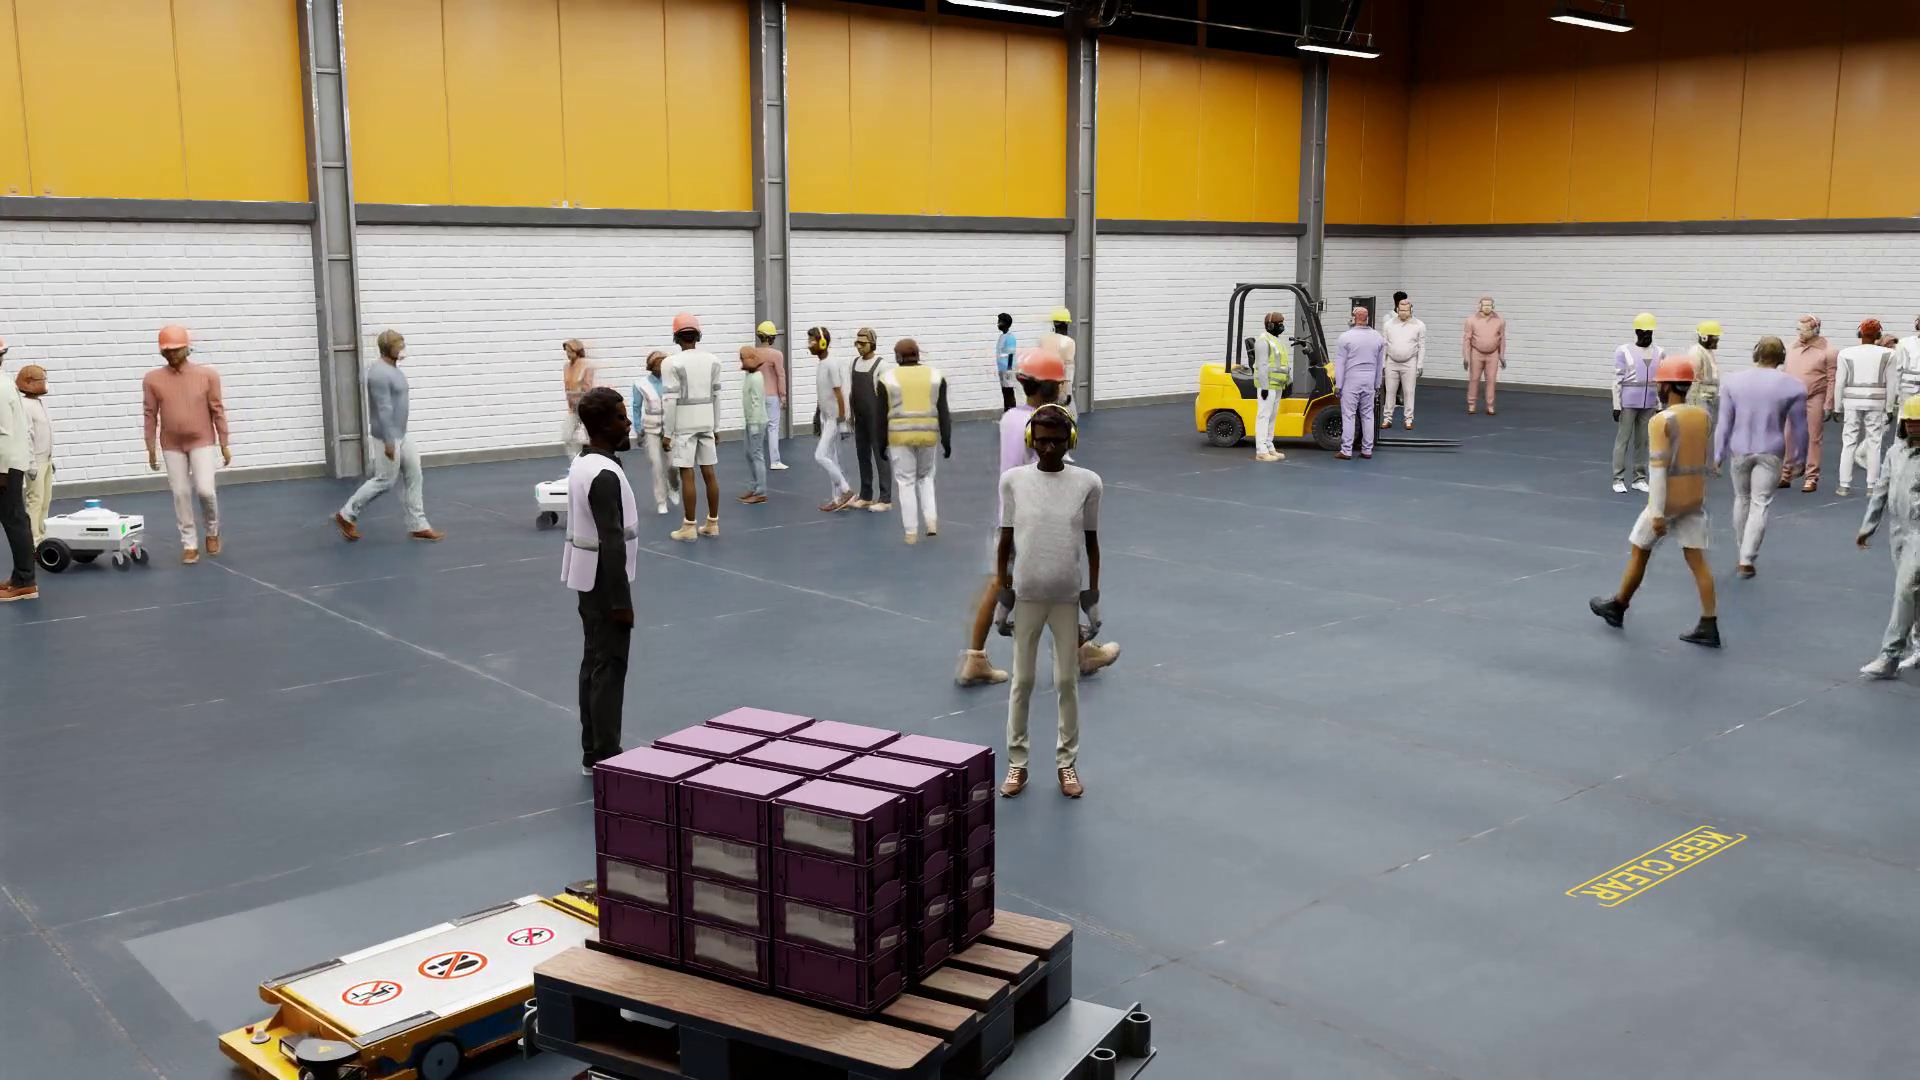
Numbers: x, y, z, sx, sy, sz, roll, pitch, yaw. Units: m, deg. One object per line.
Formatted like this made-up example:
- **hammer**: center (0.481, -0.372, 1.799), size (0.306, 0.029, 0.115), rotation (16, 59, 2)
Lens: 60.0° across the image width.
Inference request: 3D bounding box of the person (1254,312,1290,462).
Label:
- **person**: center (3.876, -1.905, 20.672), size (0.430, 1.845, 0.619), rotation (5, 11, 29)

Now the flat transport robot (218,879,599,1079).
- **flat transport robot**: center (-1.607, 1.469, 5.512), size (0.652, 0.197, 1.431), rotation (9, 13, 41)

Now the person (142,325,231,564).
- **person**: center (-6.366, -0.780, 13.680), size (0.653, 1.976, 0.434), rotation (-2, 10, -13)

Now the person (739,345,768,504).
- **person**: center (-2.125, -1.183, 17.091), size (0.295, 1.624, 0.514), rotation (-2, 10, -14)

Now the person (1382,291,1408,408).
- **person**: center (7.319, -3.188, 27.879), size (0.609, 1.953, 0.390), rotation (-7, 12, -35)

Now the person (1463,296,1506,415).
- **person**: center (8.394, -2.950, 26.624), size (0.653, 1.906, 0.403), rotation (1, 10, 8)

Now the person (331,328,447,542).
- **person**: center (-5.077, -0.910, 14.666), size (0.900, 1.912, 0.633), rotation (0, 10, 0)

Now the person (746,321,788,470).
- **person**: center (-2.288, -1.709, 19.746), size (0.534, 1.767, 0.319), rotation (5, 11, 26)

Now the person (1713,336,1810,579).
- **person**: center (6.424, -0.674, 13.299), size (0.652, 1.894, 0.968), rotation (8, 12, 38)

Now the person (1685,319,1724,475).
- **person**: center (8.549, -1.671, 19.397), size (0.606, 1.810, 0.591), rotation (7, 12, 34)

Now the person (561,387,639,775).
- **person**: center (-1.695, 0.229, 7.948), size (0.392, 1.922, 0.592), rotation (-4, 11, -24)

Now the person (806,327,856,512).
- **person**: center (-1.277, -1.172, 16.380), size (0.432, 1.842, 0.596), rotation (-4, 10, -21)

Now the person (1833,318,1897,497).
- **person**: center (9.538, -1.392, 17.551), size (0.573, 1.883, 0.353), rotation (5, 11, 28)

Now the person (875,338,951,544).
- **person**: center (-0.424, -0.863, 14.691), size (0.647, 1.815, 0.476), rotation (-2, 10, -13)

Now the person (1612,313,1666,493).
- **person**: center (7.284, -1.466, 17.853), size (0.585, 1.928, 0.368), rotation (-2, 10, -10)

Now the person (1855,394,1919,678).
- **person**: center (5.687, -0.022, 10.052), size (0.822, 1.710, 0.498), rotation (-3, 10, -15)

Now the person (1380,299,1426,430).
- **person**: center (6.468, -2.565, 24.361), size (0.639, 1.904, 0.407), rotation (4, 11, 23)

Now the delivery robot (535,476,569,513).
- **delivery robot**: center (-3.580, -0.425, 15.500), size (0.707, 0.478, 0.477), rotation (0, 10, -2)

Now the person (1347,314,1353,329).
- **person**: center (5.860, -2.476, 24.368), size (0.686, 1.733, 0.467), rotation (-3, 10, -19)

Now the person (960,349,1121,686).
- **person**: center (0.461, -0.126, 9.841), size (1.073, 1.987, 0.629), rotation (-6, 11, -30)

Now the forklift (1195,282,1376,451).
- **forklift**: center (4.328, -2.346, 22.227), size (2.313, 2.155, 1.214), rotation (3, 10, 16)

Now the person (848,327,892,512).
- **person**: center (-0.902, -1.190, 16.526), size (0.503, 1.838, 0.349), rotation (9, 13, 41)

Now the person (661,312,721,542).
- **person**: center (-2.402, -1.002, 14.810), size (0.609, 2.040, 0.394), rotation (-9, 13, -43)

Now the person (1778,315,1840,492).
- **person**: center (9.099, -1.466, 17.938), size (0.400, 1.901, 0.643), rotation (-6, 12, -33)

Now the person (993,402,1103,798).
- **person**: center (0.410, 0.285, 7.794), size (0.509, 1.865, 0.329), rotation (0, 10, 3)

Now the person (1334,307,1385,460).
- **person**: center (4.962, -1.950, 20.782), size (0.644, 1.903, 0.401), rotation (-3, 10, -18)

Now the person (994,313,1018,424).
- **person**: center (0.694, -2.554, 24.924), size (0.320, 1.690, 0.537), rotation (-3, 10, -16)

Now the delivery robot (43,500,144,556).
- **delivery robot**: center (-7.023, -0.083, 13.494), size (0.707, 0.478, 0.477), rotation (0, 10, 3)

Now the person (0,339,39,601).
- **person**: center (-7.077, -0.545, 12.271), size (0.393, 1.990, 0.616), rotation (-4, 11, -24)

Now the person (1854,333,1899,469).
- **person**: center (10.883, -1.641, 19.741), size (0.363, 1.625, 0.582), rotation (6, 12, 33)

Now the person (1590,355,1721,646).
- **person**: center (4.692, -0.277, 11.033), size (0.553, 1.879, 1.032), rotation (-4, 11, -23)

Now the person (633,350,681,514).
- **person**: center (-2.945, -1.064, 16.378), size (0.542, 1.620, 0.429), rotation (-3, 10, -16)

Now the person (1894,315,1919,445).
- **person**: center (11.382, -1.763, 19.730), size (0.573, 1.879, 0.350), rotation (5, 11, 29)

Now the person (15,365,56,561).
- **person**: center (-7.687, -0.641, 13.884), size (0.272, 1.632, 0.508), rotation (-2, 10, -12)

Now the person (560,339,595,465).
- **person**: center (-4.223, -1.430, 18.557), size (0.513, 1.620, 0.447), rotation (7, 12, 35)

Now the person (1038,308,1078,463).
- **person**: center (1.198, -1.862, 20.244), size (0.598, 1.909, 0.530), rotation (8, 13, 40)
